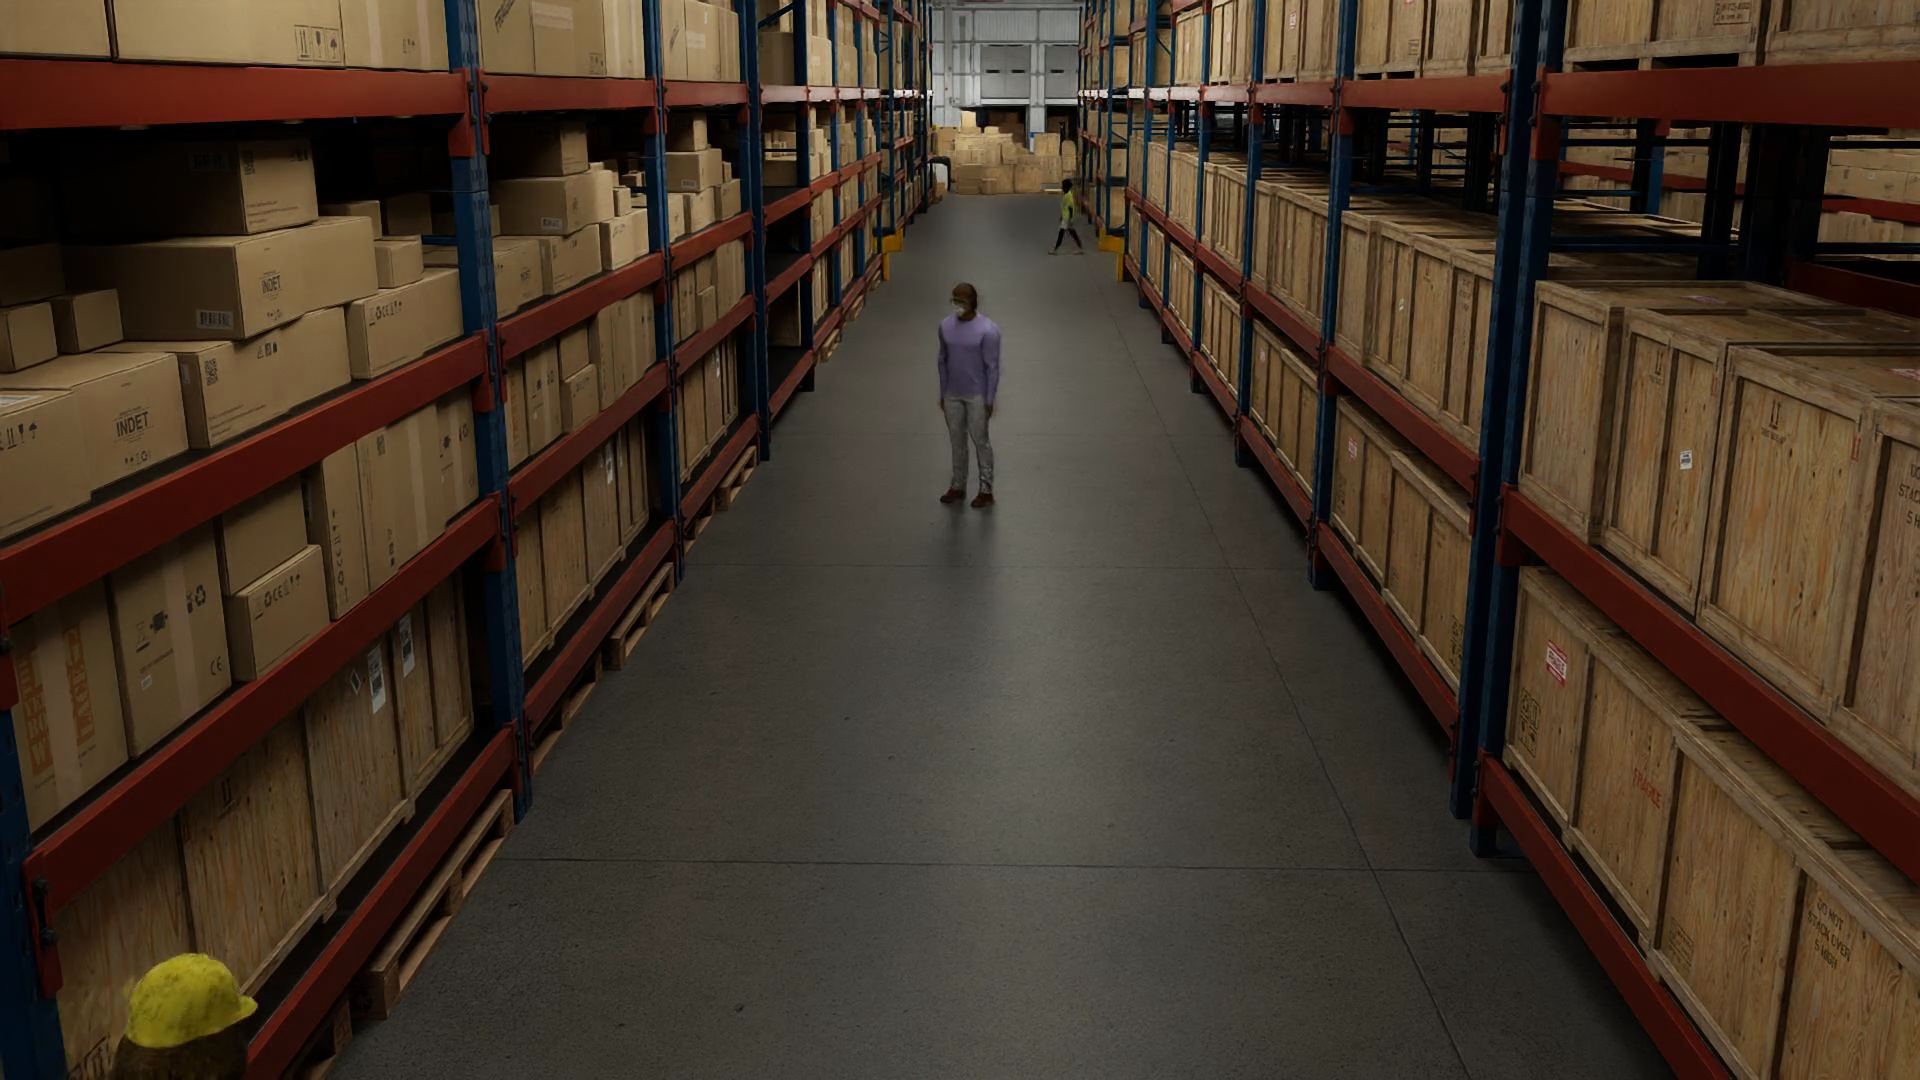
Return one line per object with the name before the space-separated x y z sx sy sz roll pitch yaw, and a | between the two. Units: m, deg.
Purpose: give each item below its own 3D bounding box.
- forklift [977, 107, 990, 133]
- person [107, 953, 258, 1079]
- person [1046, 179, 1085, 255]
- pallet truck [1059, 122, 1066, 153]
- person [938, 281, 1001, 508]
forklift | 1.156 -19.846 81.631 1.873 2.768 1.129 -6 16 -20
person | -1.603 1.703 3.666 0.503 1.712 0.775 13 20 40
person | 2.358 -7.057 36.383 0.886 1.648 0.547 0 15 -2
pallet truck | 5.788 -21.111 88.014 1.885 1.965 0.823 5 16 18
person | 0.074 -1.241 14.208 0.637 1.937 0.365 11 19 36
